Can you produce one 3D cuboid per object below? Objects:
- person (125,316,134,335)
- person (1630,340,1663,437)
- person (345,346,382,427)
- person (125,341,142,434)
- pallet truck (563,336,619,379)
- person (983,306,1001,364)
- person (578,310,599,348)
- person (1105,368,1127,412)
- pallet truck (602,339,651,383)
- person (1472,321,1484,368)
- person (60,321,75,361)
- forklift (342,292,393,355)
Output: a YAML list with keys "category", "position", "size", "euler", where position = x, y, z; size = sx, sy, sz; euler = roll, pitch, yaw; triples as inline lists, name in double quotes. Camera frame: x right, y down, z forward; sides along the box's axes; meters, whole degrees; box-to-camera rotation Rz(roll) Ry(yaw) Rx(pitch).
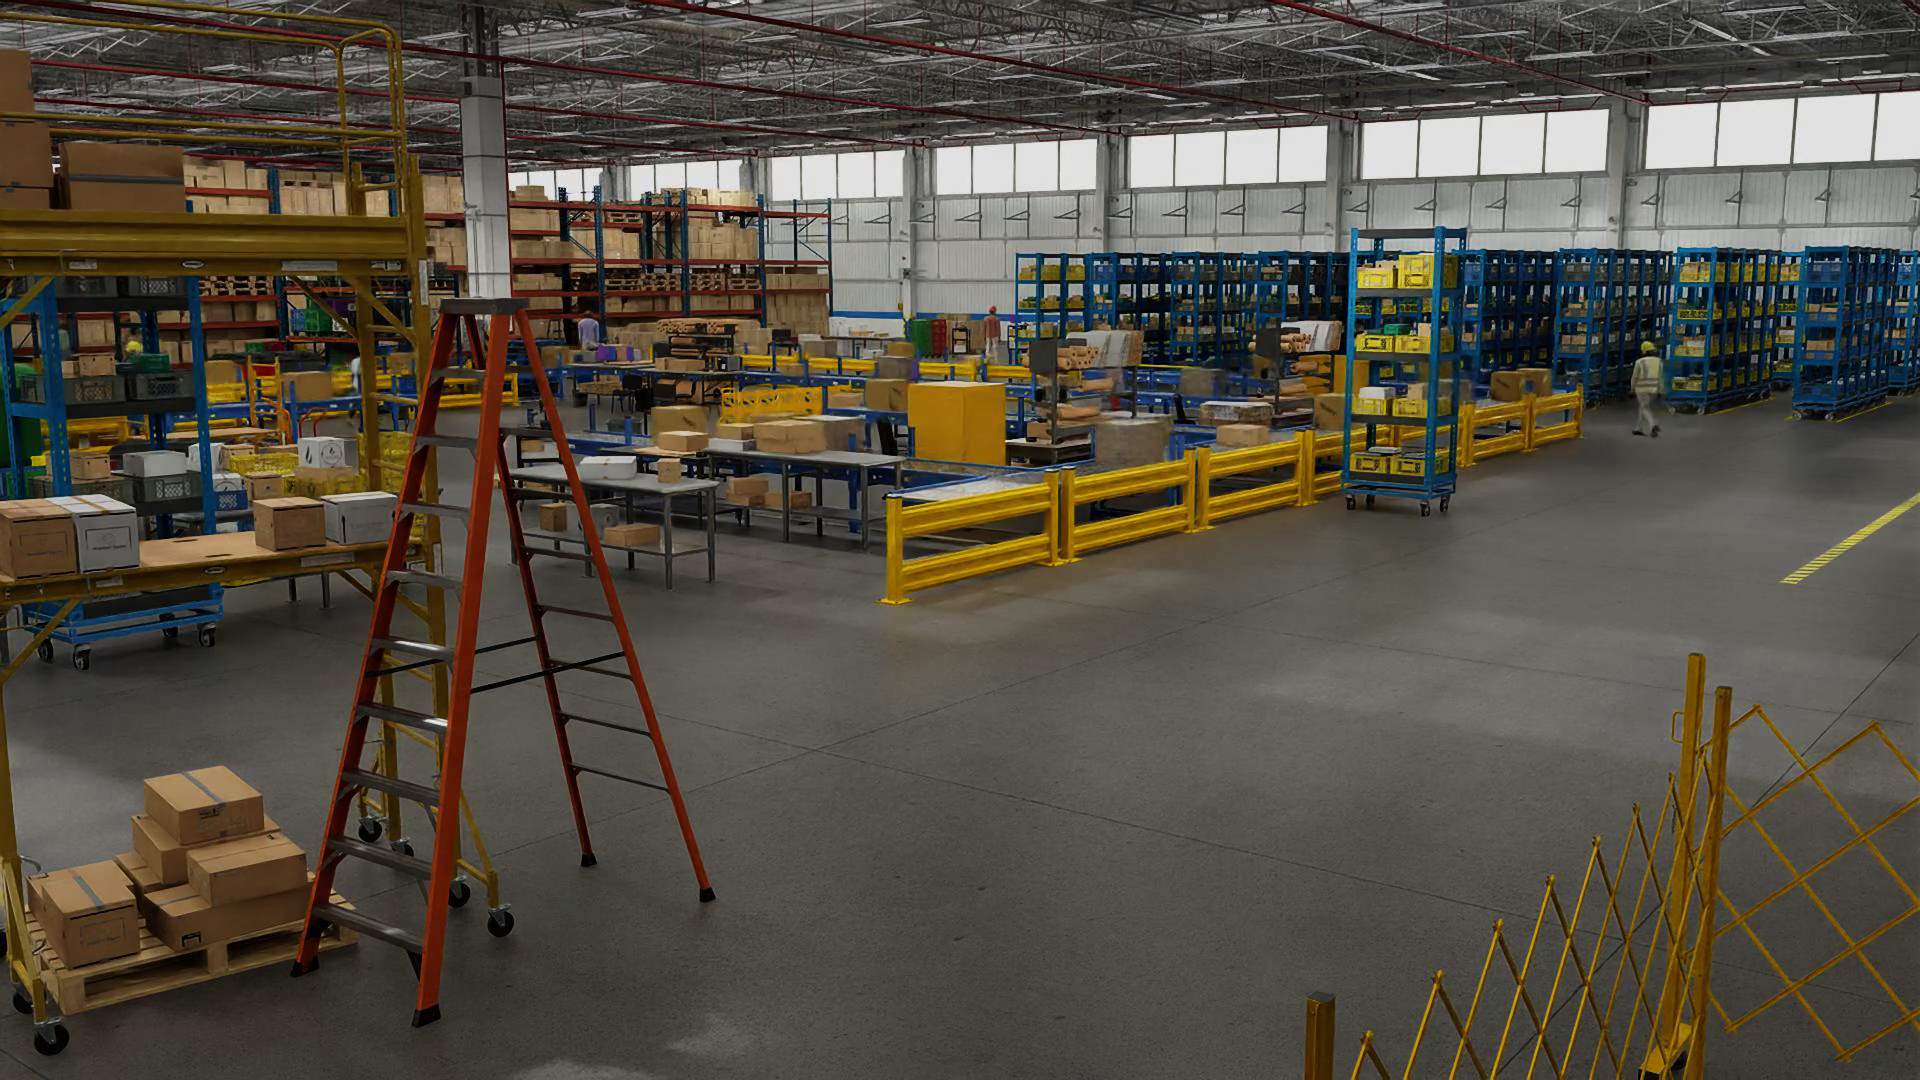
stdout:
- category: "person"
  position: [-28.399, -6.868, 56.866]
  size: [0.507, 1.604, 0.840]
  euler: [8, 12, 40]
- category: "person"
  position: [12.776, -2.797, 30.853]
  size: [0.600, 1.806, 0.774]
  euler: [-3, 10, -17]
- category: "person"
  position: [-11.891, -3.064, 32.973]
  size: [0.540, 1.655, 0.863]
  euler: [7, 12, 38]
- category: "person"
  position: [-15.085, -2.768, 30.633]
  size: [0.603, 1.808, 0.700]
  euler: [6, 11, 33]
- category: "pallet truck"
  position: [-10.690, -5.294, 48.215]
  size: [1.601, 1.201, 0.680]
  euler: [-5, 10, -26]
- category: "person"
  position: [1.060, -6.636, 54.205]
  size: [0.625, 1.992, 0.388]
  euler: [5, 10, 28]
- category: "person"
  position: [-11.296, -6.032, 50.655]
  size: [0.624, 1.932, 0.370]
  euler: [-1, 9, -5]
- category: "person"
  position: [2.865, -2.669, 30.223]
  size: [0.463, 1.754, 0.562]
  euler: [-4, 10, -21]
- category: "pallet truck"
  position: [-8.991, -4.871, 45.351]
  size: [0.653, 1.274, 1.630]
  euler: [7, 11, 37]
- category: "person"
  position: [15.145, -5.650, 48.659]
  size: [0.595, 1.788, 0.959]
  euler: [8, 12, 42]
- category: "person"
  position: [-26.545, -5.704, 49.535]
  size: [0.584, 1.609, 0.531]
  euler: [-6, 11, -34]
- category: "forklift"
  position: [-16.485, -5.622, 45.120]
  size: [1.129, 2.768, 1.873]
  euler: [7, 11, 37]
